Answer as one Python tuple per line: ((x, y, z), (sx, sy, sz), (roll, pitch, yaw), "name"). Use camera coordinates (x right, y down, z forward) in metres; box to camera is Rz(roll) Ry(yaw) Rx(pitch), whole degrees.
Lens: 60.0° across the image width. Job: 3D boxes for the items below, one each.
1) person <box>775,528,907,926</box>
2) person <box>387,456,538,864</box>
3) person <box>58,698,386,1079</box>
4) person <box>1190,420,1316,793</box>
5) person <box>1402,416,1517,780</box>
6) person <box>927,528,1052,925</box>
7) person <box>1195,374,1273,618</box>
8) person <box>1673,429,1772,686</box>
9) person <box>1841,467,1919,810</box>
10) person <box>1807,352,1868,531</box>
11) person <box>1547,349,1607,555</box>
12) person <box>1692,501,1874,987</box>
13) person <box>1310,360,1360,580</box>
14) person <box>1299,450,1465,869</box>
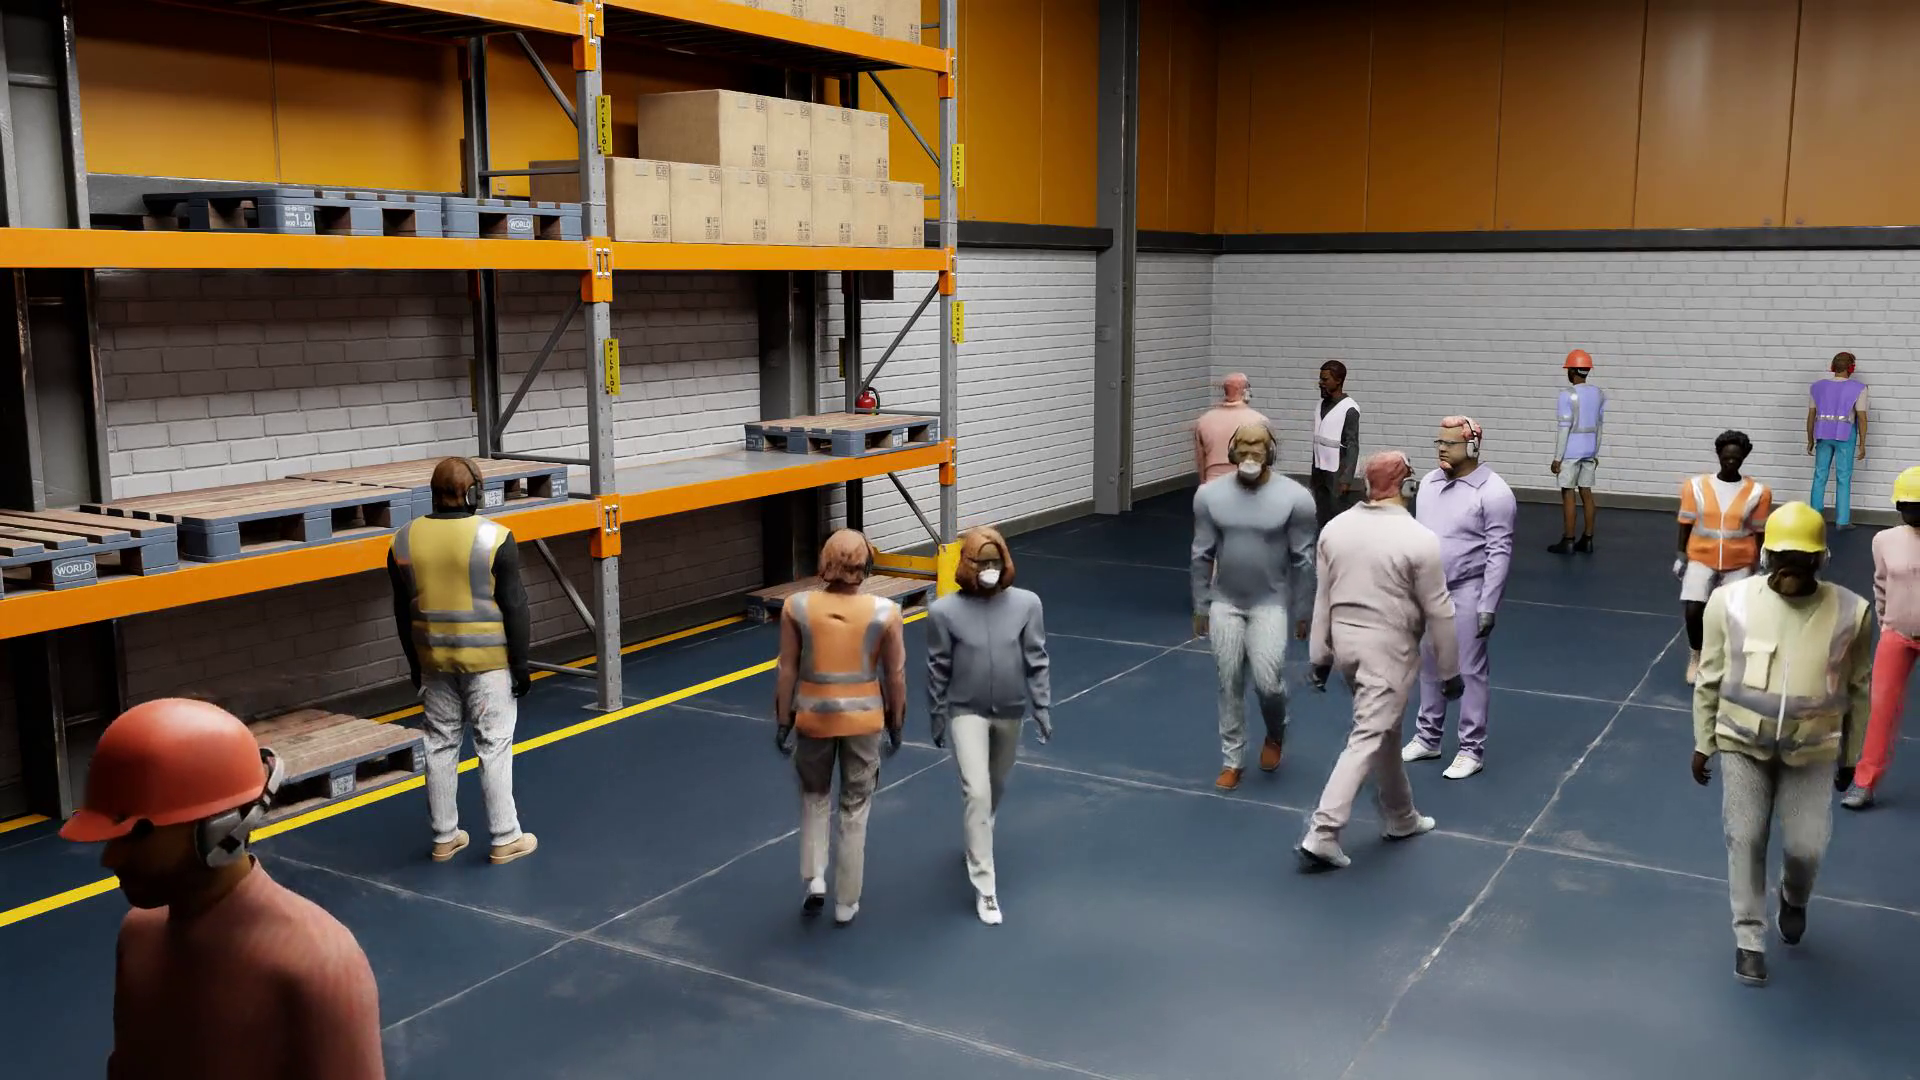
((-0.478, 0.757, 6.775), (0.531, 1.622, 0.377), (1, 9, 3), "person")
((-2.207, 0.543, 7.458), (0.627, 1.844, 0.429), (2, 9, 10), "person")
((-1.228, 1.230, 2.735), (0.663, 1.975, 0.582), (7, 11, 37), "person")
((1.493, 0.339, 8.490), (0.622, 1.924, 0.489), (5, 10, 27), "person")
((2.593, 0.295, 8.797), (0.410, 1.909, 0.643), (-5, 11, -31), "person")
((0.109, 0.726, 7.077), (0.509, 1.602, 0.825), (-2, 9, -15), "person")
((2.137, -0.335, 12.858), (0.648, 1.879, 0.726), (6, 11, 31), "person")
((4.746, 0.149, 10.369), (0.556, 1.683, 0.365), (5, 10, 26), "person")
((4.805, 0.475, 8.302), (0.961, 1.707, 0.527), (-8, 12, -41), "person")
((9.032, -1.013, 17.160), (0.372, 1.840, 0.570), (-8, 12, -42), "person")
((5.801, -0.827, 15.705), (0.552, 1.935, 0.373), (-4, 10, -25), "person")
((3.073, 0.746, 6.260), (0.597, 1.817, 0.495), (4, 10, 25), "person")
((3.171, -0.565, 14.126), (0.388, 1.919, 0.593), (-3, 10, -18), "person")
((1.873, 0.532, 7.490), (0.965, 1.867, 0.656), (-6, 11, -32), "person")
